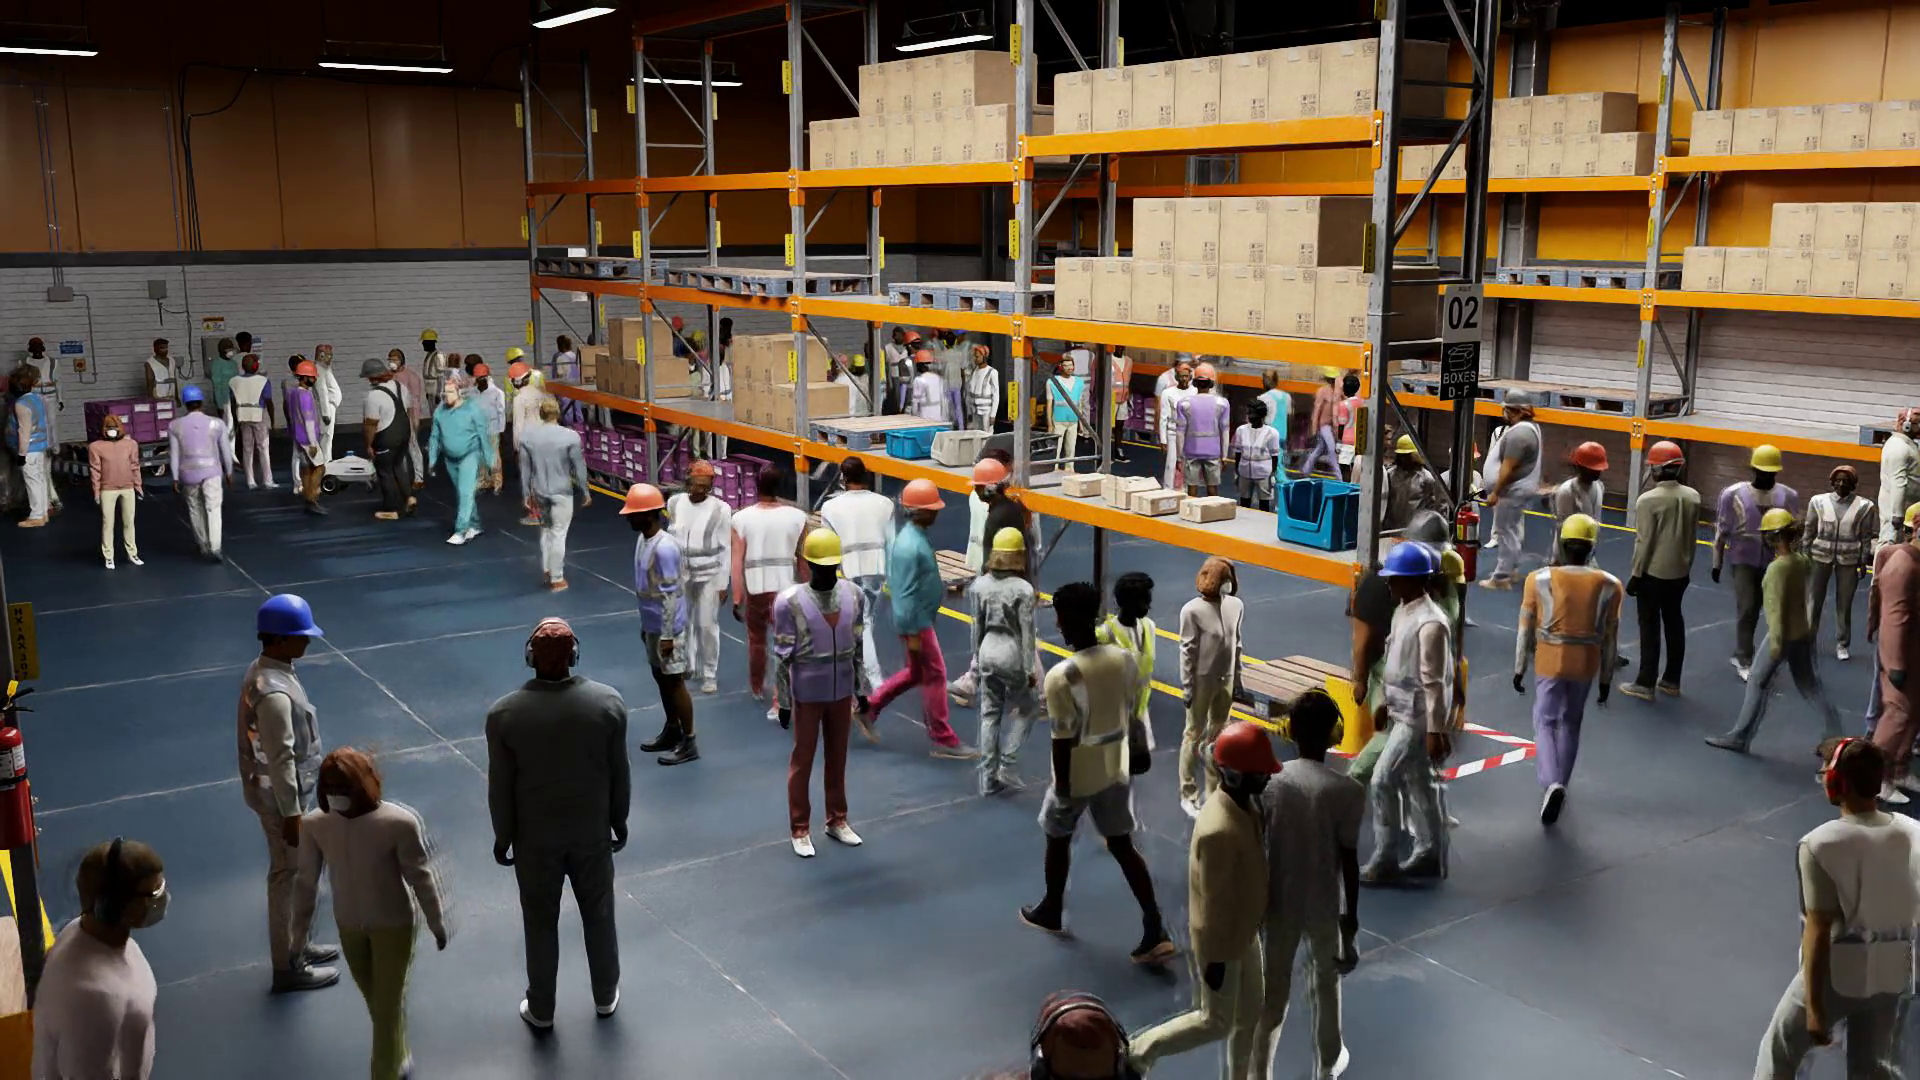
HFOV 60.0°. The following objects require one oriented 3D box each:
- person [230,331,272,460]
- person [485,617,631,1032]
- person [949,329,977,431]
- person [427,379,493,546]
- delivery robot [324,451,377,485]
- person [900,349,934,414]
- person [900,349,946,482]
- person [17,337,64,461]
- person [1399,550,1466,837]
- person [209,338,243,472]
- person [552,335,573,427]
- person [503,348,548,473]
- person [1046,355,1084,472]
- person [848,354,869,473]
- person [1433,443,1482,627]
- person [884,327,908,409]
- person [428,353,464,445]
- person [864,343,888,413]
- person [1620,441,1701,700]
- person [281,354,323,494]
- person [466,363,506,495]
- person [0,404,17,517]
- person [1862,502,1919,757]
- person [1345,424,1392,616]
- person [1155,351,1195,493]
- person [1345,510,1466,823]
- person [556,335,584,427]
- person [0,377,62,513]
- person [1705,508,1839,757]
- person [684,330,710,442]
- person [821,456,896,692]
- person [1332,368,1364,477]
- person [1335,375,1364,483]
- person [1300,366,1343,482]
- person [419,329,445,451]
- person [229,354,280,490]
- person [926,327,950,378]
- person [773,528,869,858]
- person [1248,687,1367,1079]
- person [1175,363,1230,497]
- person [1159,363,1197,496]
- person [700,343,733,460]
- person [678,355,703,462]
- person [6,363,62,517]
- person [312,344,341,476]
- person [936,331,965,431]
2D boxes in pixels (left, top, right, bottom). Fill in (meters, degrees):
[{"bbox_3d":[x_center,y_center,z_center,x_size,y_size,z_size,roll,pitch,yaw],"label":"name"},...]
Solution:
[{"bbox_3d":[-10.776,-2.174,25.178,0.608,1.963,0.374,-3,11,-13],"label":"person"},{"bbox_3d":[-1.823,1.290,7.598,0.641,1.908,0.407,-5,12,-24],"label":"person"},{"bbox_3d":[0.043,-2.687,27.894,0.637,1.921,0.471,6,13,29],"label":"person"},{"bbox_3d":[-5.682,-0.872,18.751,0.670,1.861,0.979,4,12,18],"label":"person"},{"bbox_3d":[-8.152,-0.949,22.283,0.707,0.478,0.477,-1,11,-3],"label":"delivery robot"},{"bbox_3d":[-0.625,-1.971,24.256,0.596,1.917,0.372,10,15,40],"label":"person"},{"bbox_3d":[-0.396,-1.662,22.788,1.011,1.889,0.534,7,13,32],"label":"person"},{"bbox_3d":[-13.814,-2.102,25.018,0.576,1.883,0.354,-7,13,-33],"label":"person"},{"bbox_3d":[2.860,0.907,9.998,0.484,1.735,0.310,-7,13,-31],"label":"person"},{"bbox_3d":[-10.628,-1.959,24.148,0.374,1.936,0.629,0,11,2],"label":"person"},{"bbox_3d":[-6.255,-2.320,26.262,0.350,1.836,0.516,-8,13,-35],"label":"person"},{"bbox_3d":[-6.088,-1.750,23.252,0.664,1.861,0.929,-10,15,-43],"label":"person"},{"bbox_3d":[1.405,-1.571,22.391,0.566,1.846,0.389,-6,13,-28],"label":"person"},{"bbox_3d":[-1.498,-1.871,24.288,0.481,1.715,0.787,-2,11,-10],"label":"person"},{"bbox_3d":[4.473,-0.060,14.894,0.565,1.751,0.330,-7,13,-33],"label":"person"},{"bbox_3d":[-1.001,-2.747,28.492,0.601,1.807,0.527,0,11,2],"label":"person"},{"bbox_3d":[-7.834,-2.074,25.584,0.717,1.608,0.531,-2,11,-12],"label":"person"},{"bbox_3d":[-1.346,-2.133,25.409,0.433,1.810,0.762,2,11,11],"label":"person"},{"bbox_3d":[5.382,0.229,12.803,0.622,1.990,0.402,-5,12,-24],"label":"person"},{"bbox_3d":[-8.747,-1.531,22.127,0.513,1.872,0.328,4,12,19],"label":"person"},{"bbox_3d":[-6.325,-1.473,22.127,0.572,1.751,0.329,2,11,10],"label":"person"},{"bbox_3d":[-11.753,-1.074,20.140,0.601,1.727,0.387,-8,13,-34],"label":"person"},{"bbox_3d":[6.535,0.607,11.451,0.523,1.769,0.314,7,13,32],"label":"person"},{"bbox_3d":[3.708,-0.153,15.171,0.385,1.835,0.562,0,11,1],"label":"person"},{"bbox_3d":[2.965,-1.552,21.797,0.689,2.000,0.804,-3,11,-13],"label":"person"},{"bbox_3d":[2.678,0.769,9.917,0.700,2.000,0.618,-4,12,-19],"label":"person"},{"bbox_3d":[-6.138,-2.301,26.172,0.349,1.838,0.503,7,13,33],"label":"person"},{"bbox_3d":[-11.611,-1.165,20.663,0.862,1.717,0.568,4,12,18],"label":"person"},{"bbox_3d":[5.690,0.652,11.384,0.830,1.719,0.553,11,15,43],"label":"person"},{"bbox_3d":[-4.273,-2.517,27.267,0.590,1.833,0.403,3,11,15],"label":"person"},{"bbox_3d":[-0.756,0.290,12.900,0.603,1.853,1.004,-4,12,-20],"label":"person"},{"bbox_3d":[5.278,-1.568,22.076,0.687,1.958,0.448,2,11,10],"label":"person"},{"bbox_3d":[4.953,-1.242,21.108,0.536,1.693,0.319,-11,15,-43],"label":"person"},{"bbox_3d":[5.027,-1.581,22.791,0.575,1.713,0.935,-9,14,-38],"label":"person"},{"bbox_3d":[-8.290,-2.355,26.195,0.366,1.927,0.585,-8,13,-34],"label":"person"},{"bbox_3d":[-9.564,-1.593,22.508,0.570,1.843,0.372,0,11,2],"label":"person"},{"bbox_3d":[-0.320,-2.894,28.970,0.570,1.916,0.414,-3,11,-16],"label":"person"},{"bbox_3d":[-0.788,0.874,9.669,0.594,1.924,0.379,-7,13,-33],"label":"person"},{"bbox_3d":[1.386,1.504,6.776,0.534,1.815,0.992,5,12,26],"label":"person"},{"bbox_3d":[2.734,-0.974,18.829,0.609,2.044,0.394,1,11,6],"label":"person"},{"bbox_3d":[2.779,-1.284,20.865,0.579,1.876,0.367,-2,11,-8],"label":"person"},{"bbox_3d":[-3.476,-1.894,23.944,0.340,1.882,0.586,8,14,36],"label":"person"},{"bbox_3d":[-4.056,-1.971,25.003,0.500,1.633,0.281,-6,13,-29],"label":"person"},{"bbox_3d":[-11.323,-1.206,20.361,0.655,1.910,0.465,5,12,26],"label":"person"},{"bbox_3d":[-8.953,-1.819,23.520,0.409,1.904,0.639,-4,12,-22],"label":"person"},{"bbox_3d":[-0.153,-2.410,26.669,0.507,1.861,0.327,-4,12,-19],"label":"person"}]
